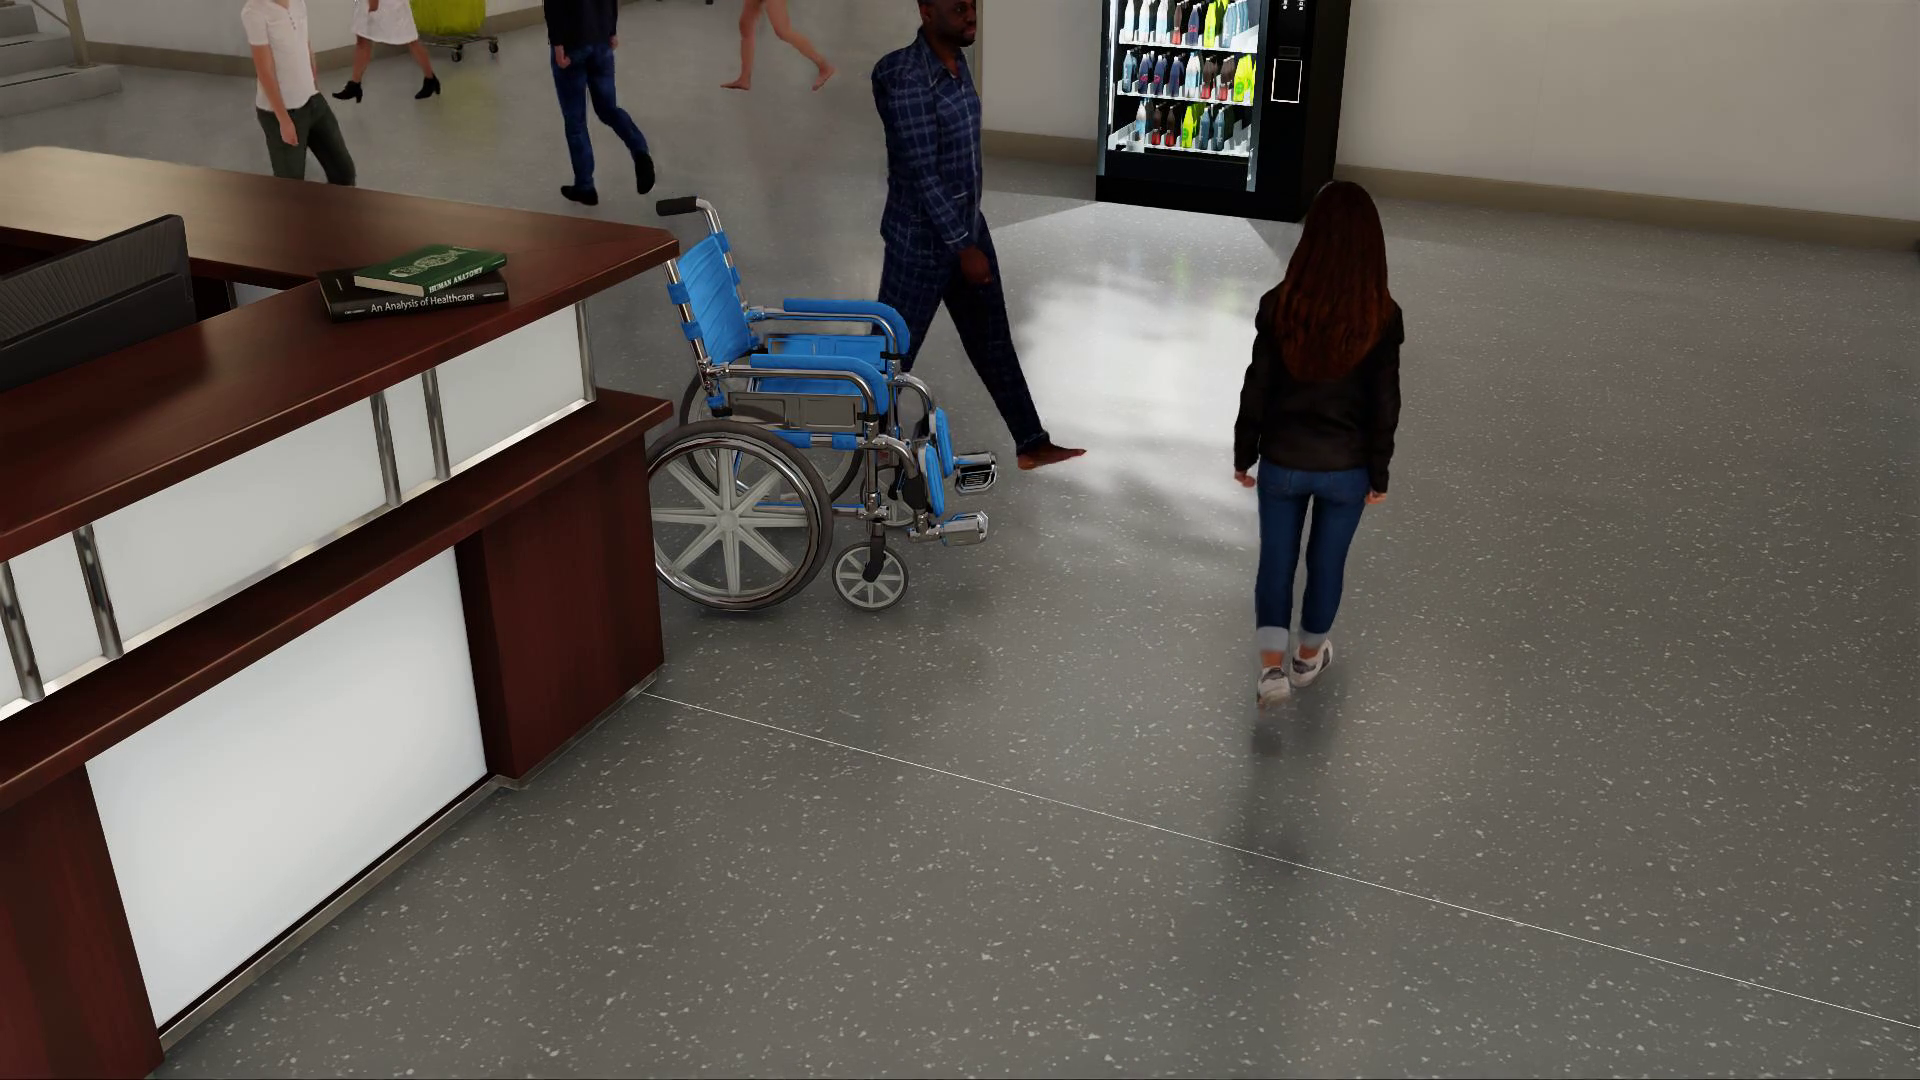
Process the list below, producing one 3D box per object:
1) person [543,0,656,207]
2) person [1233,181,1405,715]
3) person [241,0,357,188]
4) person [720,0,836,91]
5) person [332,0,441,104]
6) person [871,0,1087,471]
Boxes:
[{"bbox_3d":[-2.043,-2.777,9.285,1.075,1.873,0.862,21,33,37],"label":"person"},{"bbox_3d":[0.927,-0.195,4.391,0.783,1.472,0.715,7,27,14],"label":"person"},{"bbox_3d":[-3.311,-2.072,8.094,0.826,1.637,0.614,9,27,18],"label":"person"},{"bbox_3d":[-1.347,-4.158,12.381,1.192,1.671,0.938,-1,26,-3],"label":"person"},{"bbox_3d":[-4.121,-3.936,12.105,0.845,1.509,1.010,-22,33,-38],"label":"person"},{"bbox_3d":[-0.180,-1.050,5.806,1.142,1.782,0.702,13,29,25],"label":"person"}]
